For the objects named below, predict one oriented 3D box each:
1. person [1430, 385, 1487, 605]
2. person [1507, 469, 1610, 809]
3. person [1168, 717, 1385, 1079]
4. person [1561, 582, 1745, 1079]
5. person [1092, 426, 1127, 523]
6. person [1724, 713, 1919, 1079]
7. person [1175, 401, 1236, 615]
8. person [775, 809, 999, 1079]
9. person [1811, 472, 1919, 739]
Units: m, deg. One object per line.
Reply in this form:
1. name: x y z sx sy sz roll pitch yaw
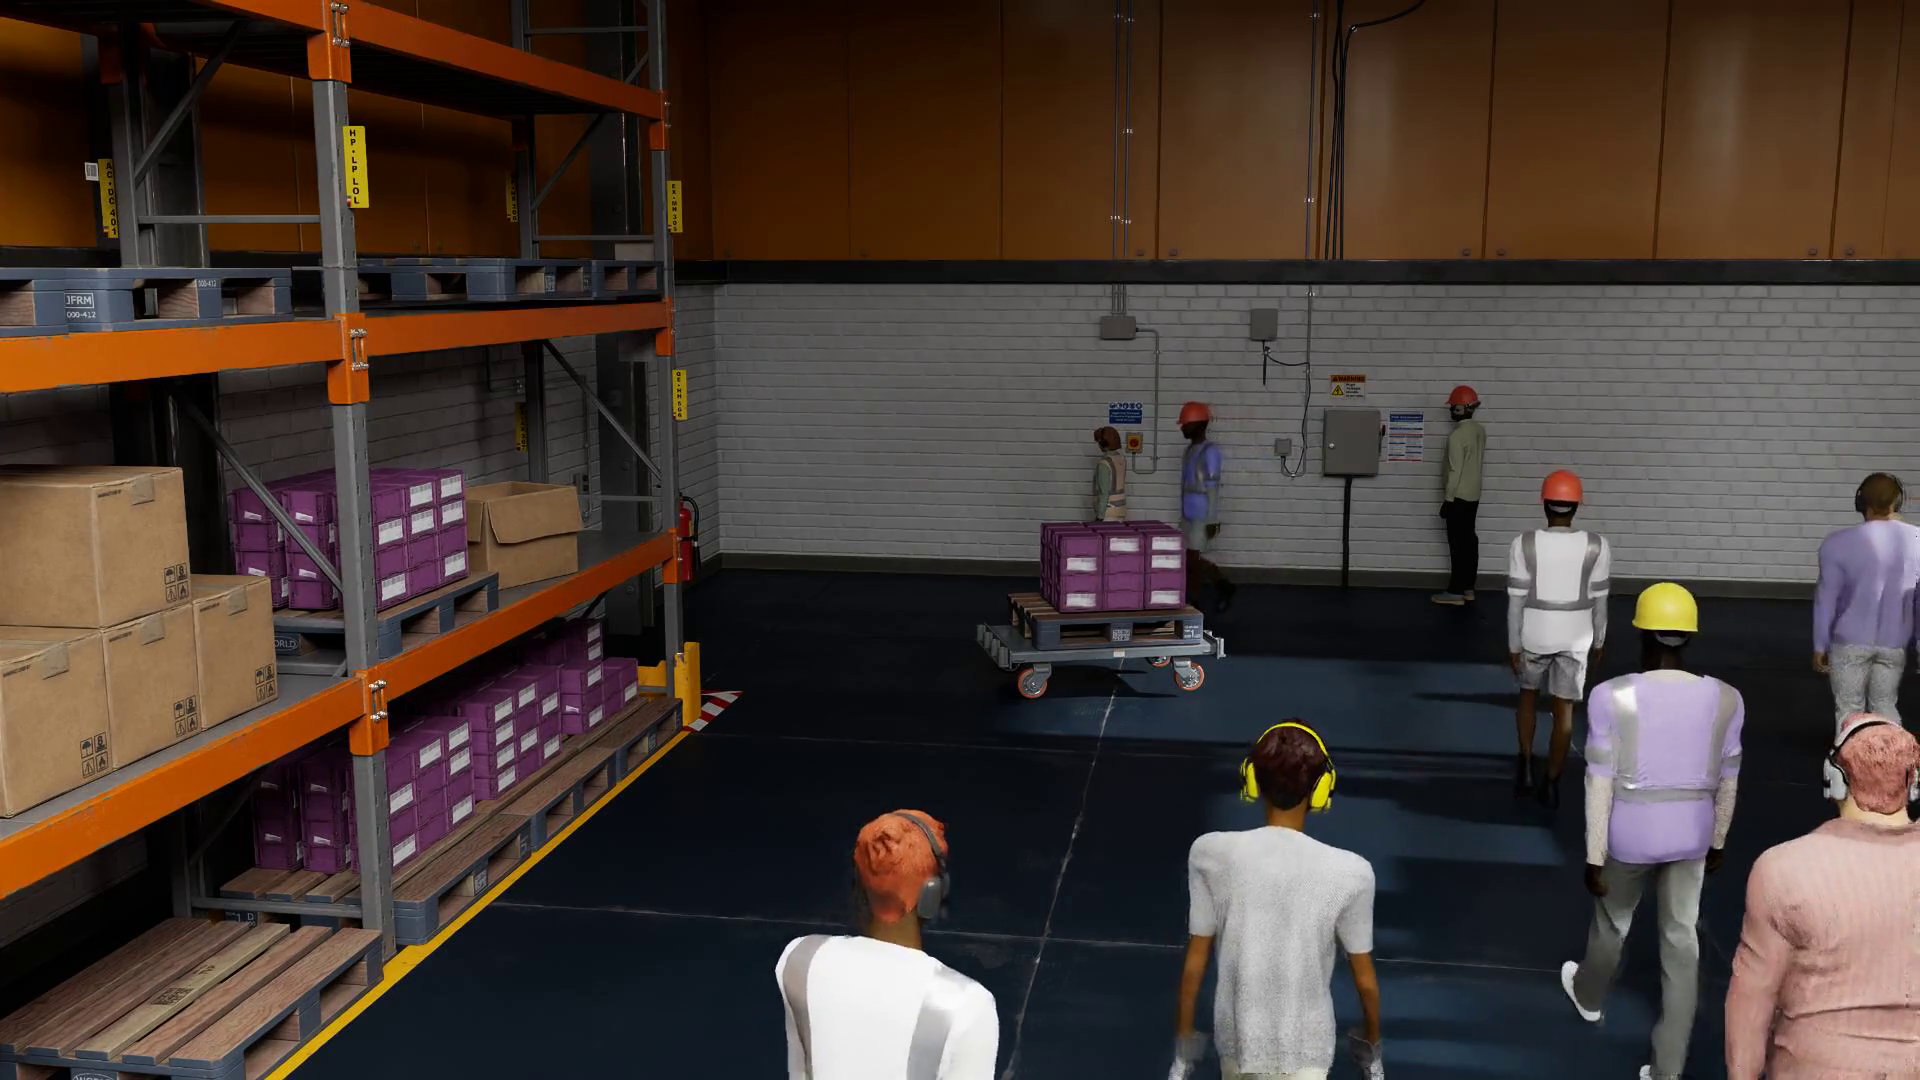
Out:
1. person: 4.562 -0.409 15.157 0.375 1.995 0.609 7 12 38
2. person: 3.392 0.551 9.480 0.553 1.917 0.589 3 10 18
3. person: 0.901 1.380 4.630 0.560 1.823 0.902 3 10 20
4. person: 2.609 1.083 6.303 0.608 1.872 0.988 0 9 3
5. person: 1.354 -0.214 15.055 0.311 1.639 0.514 4 10 26
6. person: 2.351 1.386 4.386 0.674 1.892 0.425 1 9 5
7. person: 2.080 -0.240 14.350 0.489 1.915 0.561 -3 10 -20
8. person: -0.115 1.497 3.825 0.588 1.845 0.887 5 10 26
9. person: 5.080 0.584 9.252 0.648 1.926 0.562 1 9 7
